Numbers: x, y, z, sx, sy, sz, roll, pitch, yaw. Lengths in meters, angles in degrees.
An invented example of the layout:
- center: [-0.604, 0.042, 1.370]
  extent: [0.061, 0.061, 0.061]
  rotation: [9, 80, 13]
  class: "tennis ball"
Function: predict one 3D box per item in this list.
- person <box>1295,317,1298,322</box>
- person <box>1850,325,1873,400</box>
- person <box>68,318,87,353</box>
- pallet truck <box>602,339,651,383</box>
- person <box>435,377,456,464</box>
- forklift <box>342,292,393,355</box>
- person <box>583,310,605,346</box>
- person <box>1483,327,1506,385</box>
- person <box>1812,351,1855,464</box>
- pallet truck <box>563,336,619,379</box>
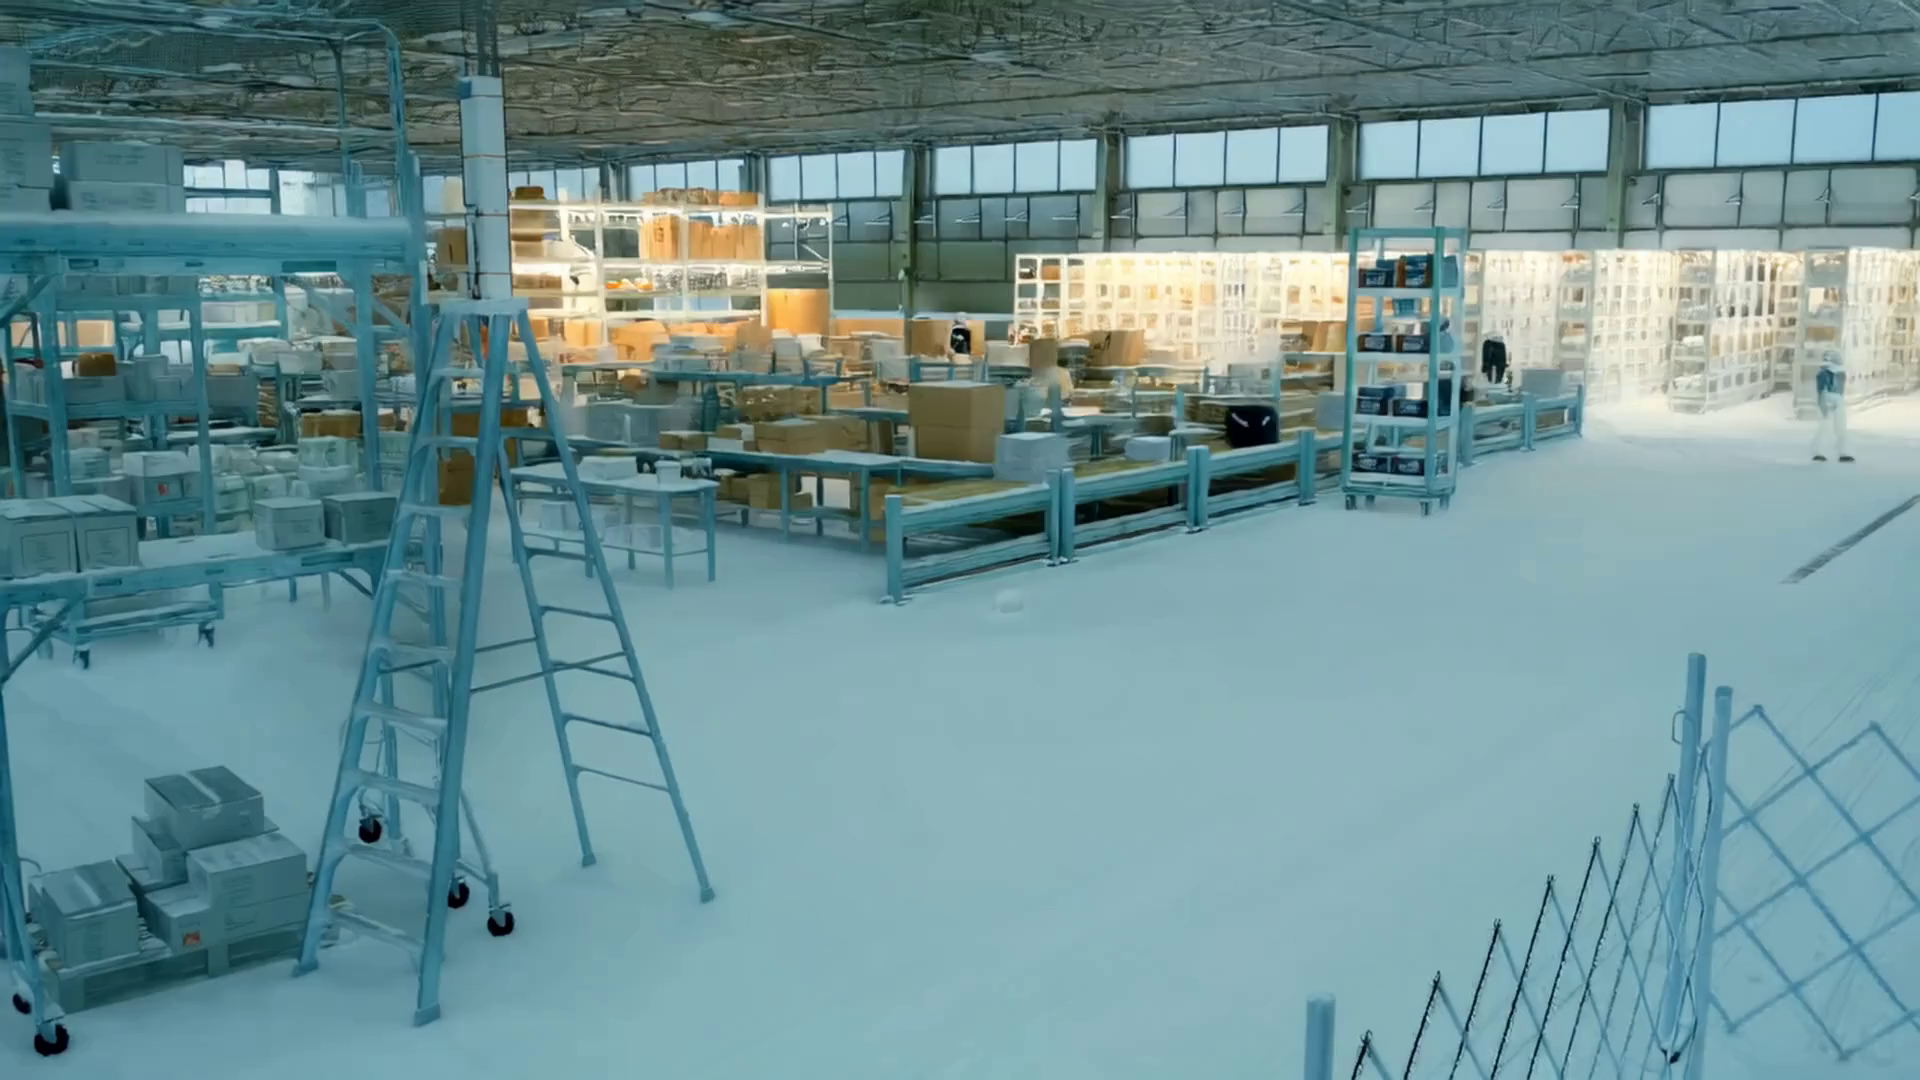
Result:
- center: [10.288, -6.057, 50.591]
  extent: [0.382, 1.995, 0.612]
  rotation: [7, 11, 36]
  class: "person"
- center: [21.611, -4.279, 40.115]
  extent: [0.972, 1.795, 0.575]
  rotation: [5, 10, 29]
  class: "person"
- center: [-32.030, -7.406, 60.199]
  extent: [0.527, 1.615, 0.755]
  rotation: [7, 12, 39]
  class: "person"
- center: [-8.991, -4.871, 45.351]
  extent: [0.653, 1.274, 1.630]
  rotation: [7, 11, 37]
  class: "pallet truck"
- center: [-8.322, -2.104, 26.631]
  extent: [0.312, 1.768, 0.522]
  rotation: [7, 11, 37]
  class: "person"
- center: [-16.485, -5.622, 45.120]
  extent: [1.129, 2.768, 1.873]
  rotation: [7, 11, 37]
  class: "forklift"
- center: [-11.130, -6.027, 50.646]
  extent: [0.624, 1.925, 0.390]
  rotation: [-1, 9, -5]
  class: "person"
- center: [11.307, -3.531, 35.112]
  extent: [0.644, 1.903, 0.400]
  rotation: [-7, 11, -36]
  class: "person"
- center: [13.982, -2.109, 26.547]
  extent: [0.610, 1.800, 0.796]
  rotation: [-2, 9, -15]
  class: "person"
- center: [-10.690, -5.294, 48.215]
  extent: [1.601, 1.201, 0.680]
  rotation: [-5, 10, -26]
  class: "pallet truck"
